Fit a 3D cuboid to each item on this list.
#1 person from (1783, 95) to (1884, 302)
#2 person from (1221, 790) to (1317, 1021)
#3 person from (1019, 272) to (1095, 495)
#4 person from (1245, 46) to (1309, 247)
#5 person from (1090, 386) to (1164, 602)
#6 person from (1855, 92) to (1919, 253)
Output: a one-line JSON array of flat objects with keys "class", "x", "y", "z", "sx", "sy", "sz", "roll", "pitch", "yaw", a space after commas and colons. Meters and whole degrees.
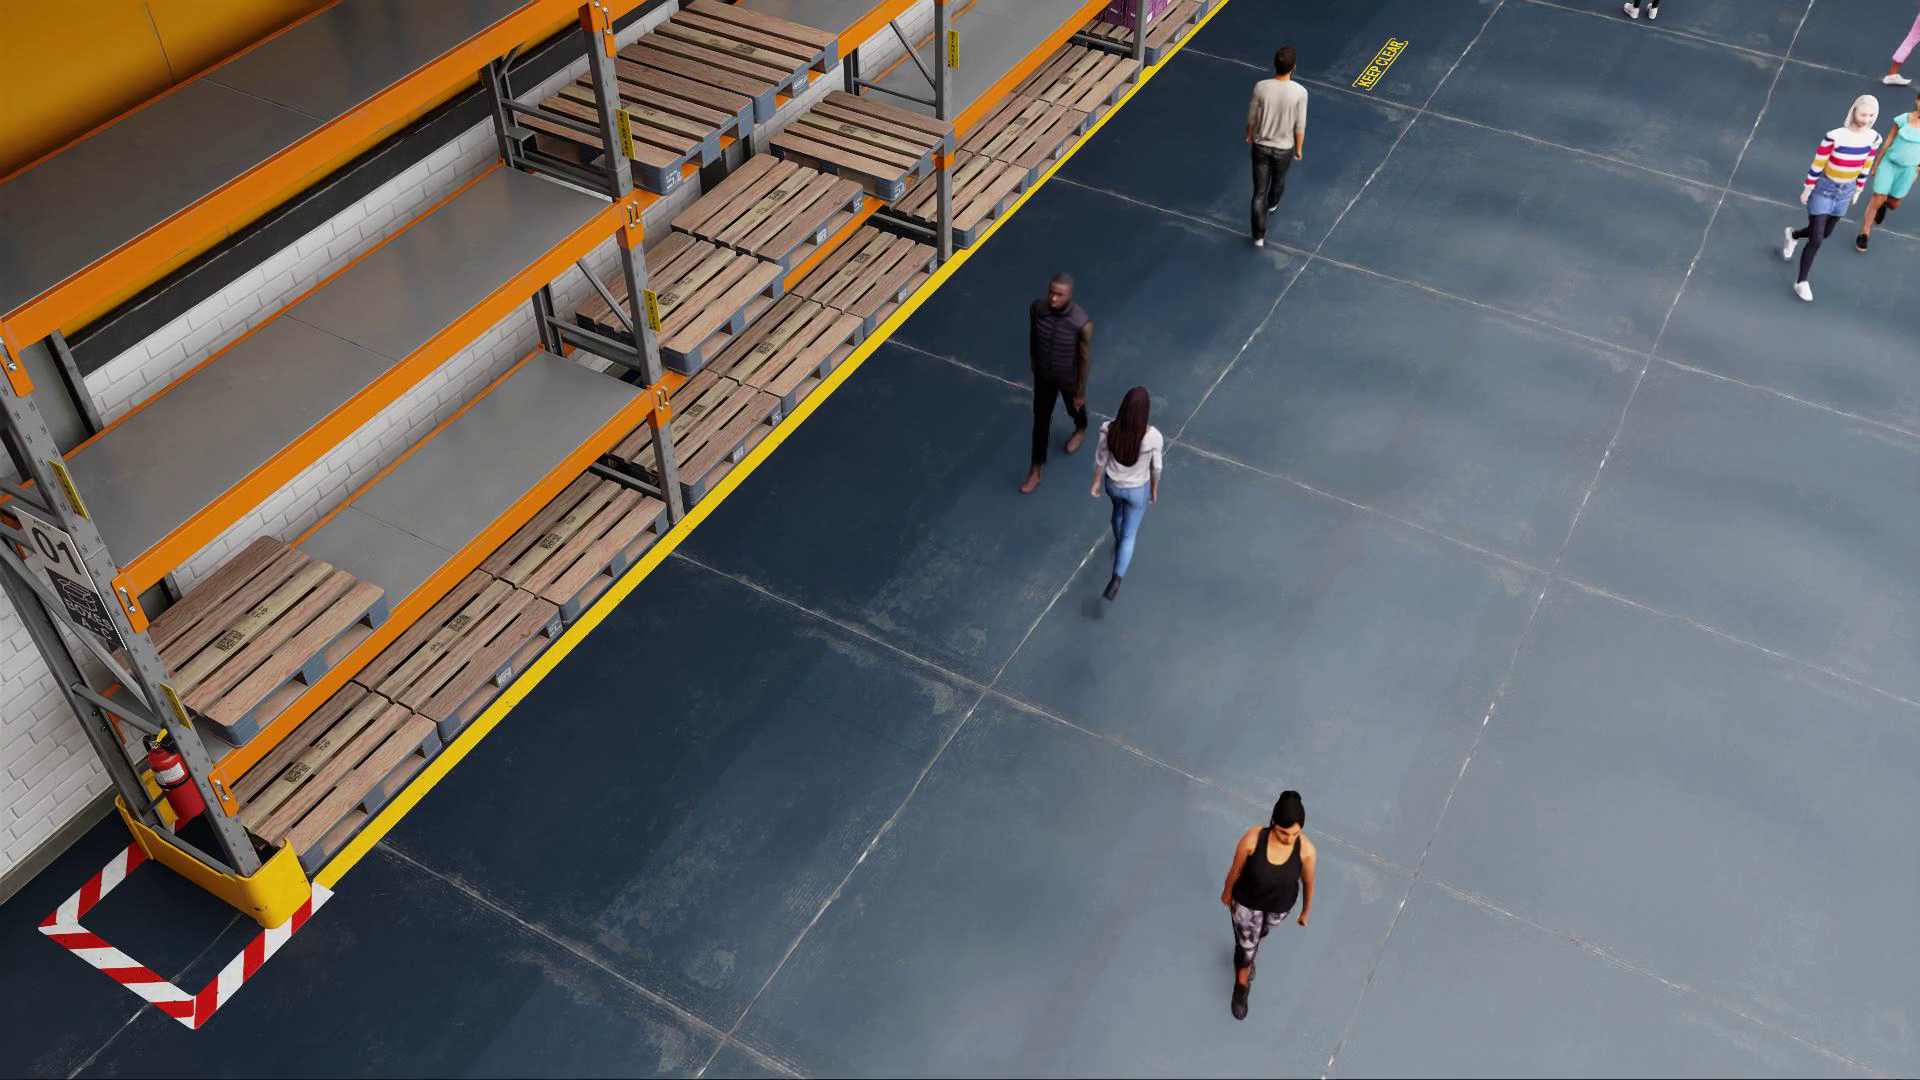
[{"class": "person", "x": 7.377, "y": -2.976, "z": 14.136, "sx": 0.983, "sy": 1.788, "sz": 1.150, "roll": -1, "pitch": 44, "yaw": -1}, {"class": "person", "x": 1.664, "y": 1.881, "z": 9.138, "sx": 0.796, "sy": 1.649, "sz": 0.875, "roll": 0, "pitch": 44, "yaw": 0}, {"class": "person", "x": 0.790, "y": -1.254, "z": 12.321, "sx": 0.717, "sy": 1.798, "sz": 1.138, "roll": 23, "pitch": 48, "yaw": 22}, {"class": "person", "x": 2.732, "y": -3.409, "z": 14.594, "sx": 0.879, "sy": 1.784, "sz": 1.155, "roll": 10, "pitch": 45, "yaw": 10}, {"class": "person", "x": 1.129, "y": -0.290, "z": 11.454, "sx": 0.753, "sy": 1.598, "sz": 1.102, "roll": 14, "pitch": 45, "yaw": 15}, {"class": "person", "x": 8.276, "y": -3.321, "z": 14.674, "sx": 0.598, "sy": 1.546, "sz": 0.853, "roll": 17, "pitch": 46, "yaw": 17}]
